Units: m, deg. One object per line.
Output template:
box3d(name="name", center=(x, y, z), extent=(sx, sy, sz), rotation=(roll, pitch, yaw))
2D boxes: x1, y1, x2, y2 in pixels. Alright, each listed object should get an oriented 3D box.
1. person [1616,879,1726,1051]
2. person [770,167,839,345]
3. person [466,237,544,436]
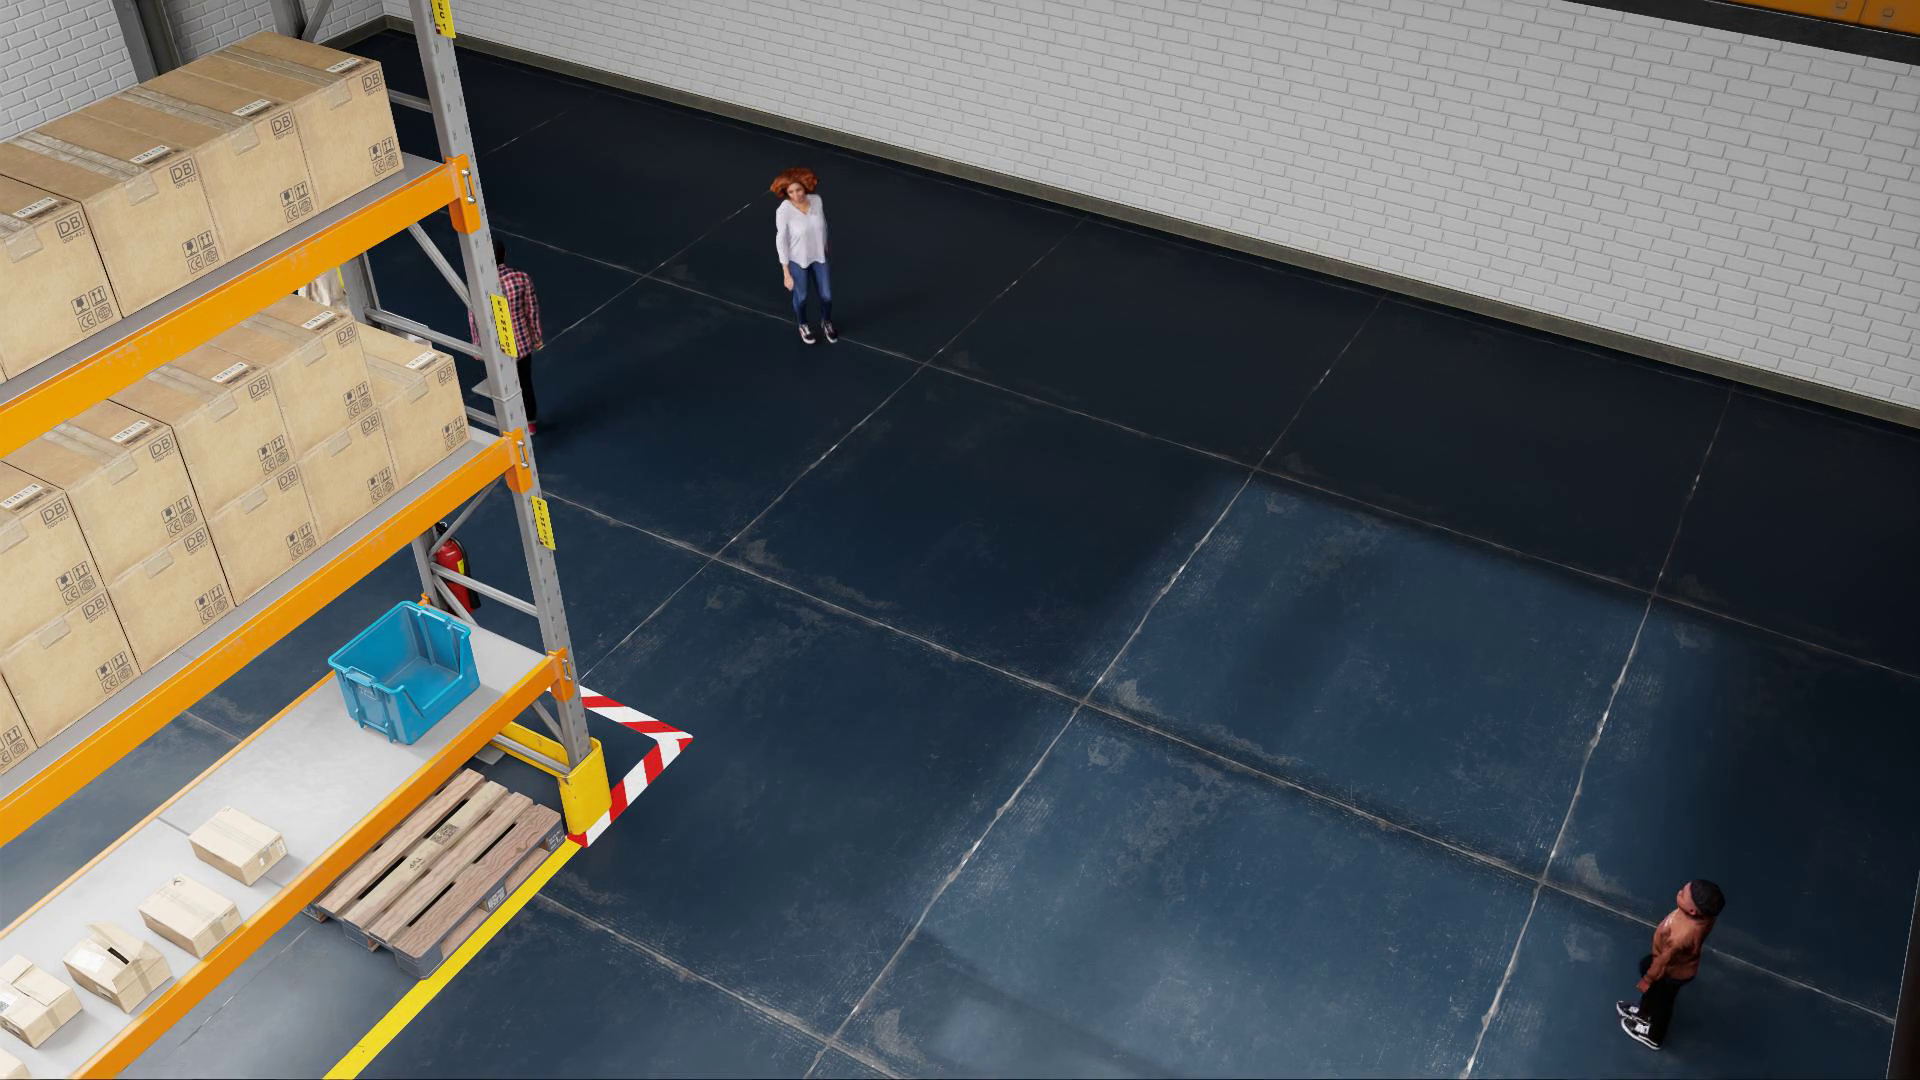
box3d(name="person", center=(3.695, 2.195, 8.480), extent=(0.639, 1.250, 0.523), rotation=(30, 47, 32))
box3d(name="person", center=(-1.296, -2.393, 13.884), extent=(0.789, 1.675, 0.870), rotation=(-27, 46, -30))
box3d(name="person", center=(-3.442, -1.482, 12.685), extent=(0.916, 1.748, 0.964), rotation=(-20, 43, -23))
